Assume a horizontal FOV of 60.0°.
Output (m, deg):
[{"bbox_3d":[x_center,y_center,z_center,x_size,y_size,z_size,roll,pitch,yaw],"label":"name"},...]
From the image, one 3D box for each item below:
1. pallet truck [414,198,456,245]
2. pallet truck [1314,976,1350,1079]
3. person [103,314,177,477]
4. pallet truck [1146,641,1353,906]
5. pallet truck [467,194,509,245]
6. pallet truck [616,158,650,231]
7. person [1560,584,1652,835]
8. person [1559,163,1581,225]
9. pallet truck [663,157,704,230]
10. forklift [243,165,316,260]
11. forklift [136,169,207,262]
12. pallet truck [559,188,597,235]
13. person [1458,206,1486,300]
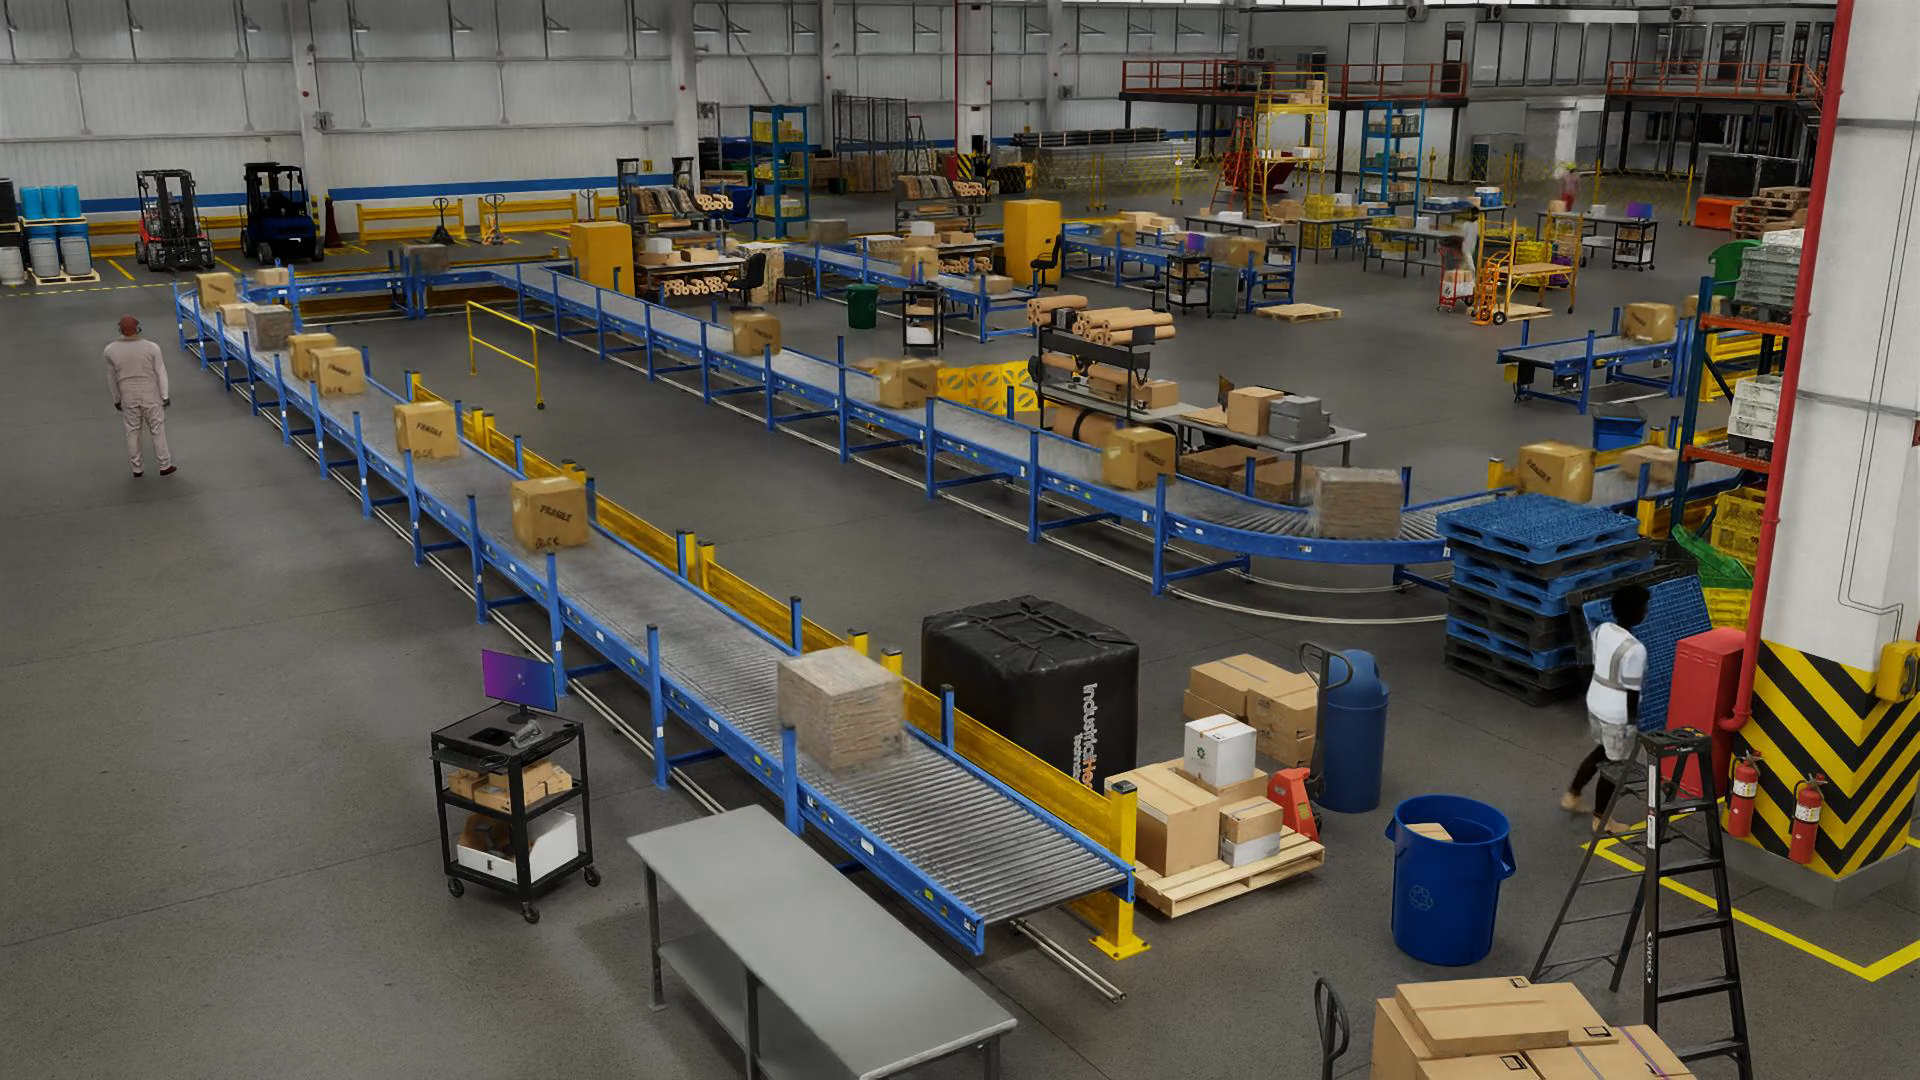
[{"bbox_3d":[-13.250,-8.060,41.856,0.680,1.201,1.601,-10,20,-31],"label":"pallet truck"},{"bbox_3d":[2.299,2.390,7.086,1.601,1.201,0.680,-2,17,-7],"label":"pallet truck"},{"bbox_3d":[-9.598,-1.689,19.490,0.643,1.913,0.410,-4,17,-13],"label":"person"},{"bbox_3d":[1.664,1.407,10.232,1.630,1.274,0.653,-10,20,-31],"label":"pallet truck"},{"bbox_3d":[-11.983,-8.177,42.137,0.704,1.261,1.522,-11,20,-33],"label":"pallet truck"},{"bbox_3d":[-8.918,-9.176,44.255,0.823,1.965,1.885,-9,19,-27],"label":"pallet truck"},{"bbox_3d":[4.178,1.089,10.631,0.337,1.688,0.547,0,17,-1],"label":"person"},{"bbox_3d":[16.836,-9.532,45.908,0.531,1.718,0.924,2,17,6],"label":"person"},{"bbox_3d":[-7.586,-9.308,44.692,0.823,1.965,1.885,-11,20,-33],"label":"pallet truck"},{"bbox_3d":[-15.898,-7.669,38.708,1.157,1.987,2.680,-11,20,-33],"label":"forklift"},{"bbox_3d":[-17.842,-7.318,37.559,1.157,1.987,2.680,-10,20,-31],"label":"forklift"},{"bbox_3d":[-10.010,-8.652,43.699,0.653,1.274,1.630,-10,20,-31],"label":"pallet truck"},{"bbox_3d":[10.123,-5.705,33.011,0.978,1.823,0.535,16,23,42],"label":"person"}]
